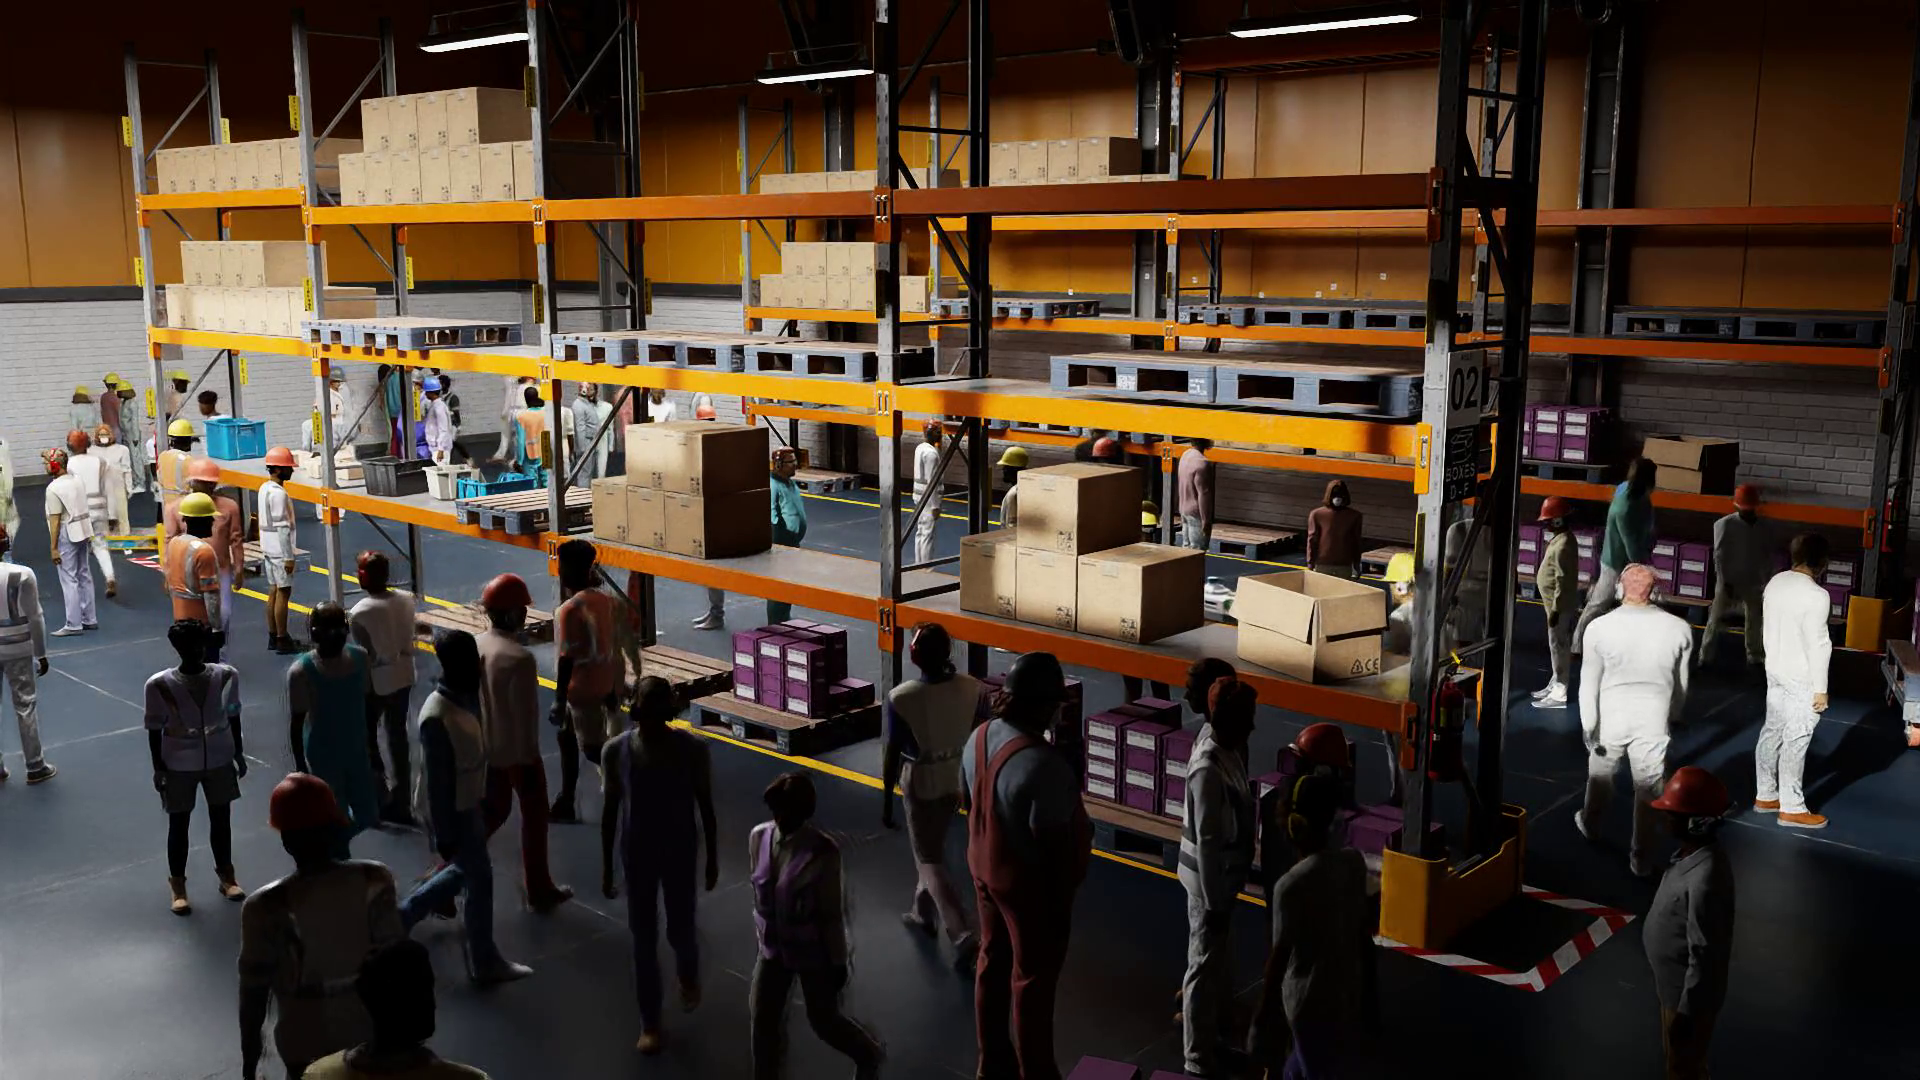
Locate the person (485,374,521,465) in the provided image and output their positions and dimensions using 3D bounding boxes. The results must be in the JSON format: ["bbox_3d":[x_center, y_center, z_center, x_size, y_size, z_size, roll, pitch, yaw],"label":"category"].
[{"bbox_3d":[-7.708,-2.222,28.736,0.983,1.886,0.642,-4,11,-23],"label":"person"}]

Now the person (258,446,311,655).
[{"bbox_3d":[-6.294,0.093,15.466,0.375,1.933,0.550,-7,12,-36],"label":"person"}]

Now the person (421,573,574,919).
[{"bbox_3d":[-2.606,1.171,9.295,0.621,1.974,0.786,9,13,40],"label":"person"}]

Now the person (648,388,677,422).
[{"bbox_3d":[-4.388,-1.377,24.107,0.580,1.835,1.017,0,10,-2],"label":"person"}]

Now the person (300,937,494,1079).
[{"bbox_3d":[-1.540,2.034,4.590,0.598,1.901,0.732,3,11,18],"label":"person"}]

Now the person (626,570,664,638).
[{"bbox_3d":[-3.089,0.007,16.047,0.394,1.908,0.599,-5,11,-27],"label":"person"}]

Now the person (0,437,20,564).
[{"bbox_3d":[-11.217,-0.551,19.249,0.652,1.893,0.499,1,10,4],"label":"person"}]

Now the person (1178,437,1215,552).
[{"bbox_3d":[2.482,-0.251,17.399,0.357,1.938,0.637,-2,10,-12],"label":"person"}]

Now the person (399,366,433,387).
[{"bbox_3d":[-8.851,-2.025,27.140,0.392,2.041,0.617,10,14,43],"label":"person"}]

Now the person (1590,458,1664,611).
[{"bbox_3d":[6.436,0.101,15.863,0.990,1.791,0.614,1,10,5],"label":"person"}]

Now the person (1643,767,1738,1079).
[{"bbox_3d":[2.869,1.750,6.608,0.325,1.752,0.559,3,11,18],"label":"person"}]

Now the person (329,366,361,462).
[{"bbox_3d":[-9.886,-1.823,26.402,0.802,1.894,0.634,4,11,22],"label":"person"}]

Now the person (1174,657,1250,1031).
[{"bbox_3d":[1.228,1.458,8.036,0.343,1.839,0.510,1,10,7],"label":"person"}]

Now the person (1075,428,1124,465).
[{"bbox_3d":[1.528,-0.456,18.467,0.627,1.965,0.530,-3,11,-18],"label":"person"}]

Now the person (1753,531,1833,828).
[{"bbox_3d":[5.475,0.901,10.884,0.372,1.940,0.632,-1,10,-5],"label":"person"}]

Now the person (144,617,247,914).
[{"bbox_3d":[-4.343,1.268,9.494,0.533,1.695,0.320,-8,13,-39],"label":"person"}]

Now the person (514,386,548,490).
[{"bbox_3d":[-5.649,-1.087,22.186,0.375,1.916,0.592,9,14,42],"label":"person"}]

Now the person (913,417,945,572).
[{"bbox_3d":[-0.341,-0.423,18.521,0.357,1.885,0.573,-2,10,-14],"label":"person"}]

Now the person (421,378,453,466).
[{"bbox_3d":[-7.317,-1.305,23.343,0.403,1.944,0.606,-4,11,-22],"label":"person"}]

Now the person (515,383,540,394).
[{"bbox_3d":[-7.300,-2.108,28.419,0.562,1.752,0.323,4,11,21],"label":"person"}]

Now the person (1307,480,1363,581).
[{"bbox_3d":[3.476,0.247,15.446,0.509,1.632,0.269,0,10,2],"label":"person"}]

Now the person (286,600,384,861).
[{"bbox_3d":[-3.567,1.215,9.430,0.591,1.825,0.524,7,12,33],"label":"person"}]

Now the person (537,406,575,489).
[{"bbox_3d":[-5.528,-1.171,22.583,0.605,1.948,0.382,-6,11,-29],"label":"person"}]

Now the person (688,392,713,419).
[{"bbox_3d":[-3.903,-1.586,24.976,0.420,1.933,0.616,-5,11,-24],"label":"person"}]

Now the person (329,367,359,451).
[{"bbox_3d":[-9.076,-1.528,24.331,0.537,2.000,0.679,-3,11,-18],"label":"person"}]

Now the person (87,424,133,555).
[{"bbox_3d":[-10.386,-0.612,20.322,0.499,1.627,0.272,-5,11,-25],"label":"person"}]

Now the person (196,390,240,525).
[{"bbox_3d":[-9.699,-0.995,21.619,0.436,1.927,0.645,-1,10,-5],"label":"person"}]

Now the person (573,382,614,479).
[{"bbox_3d":[-5.240,-1.362,23.848,0.600,1.889,0.760,-1,10,-7],"label":"person"}]

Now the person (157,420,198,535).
[{"bbox_3d":[-8.347,-0.336,17.910,0.595,1.925,0.373,6,12,30],"label":"person"}]

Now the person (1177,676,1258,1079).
[{"bbox_3d":[1.158,1.533,7.461,0.354,1.886,0.572,3,10,14],"label":"person"}]

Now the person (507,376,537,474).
[{"bbox_3d":[-7.125,-1.909,27.149,0.649,1.809,0.615,-9,13,-41],"label":"person"}]

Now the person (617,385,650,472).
[{"bbox_3d":[-4.984,-1.704,25.775,0.569,1.886,0.651,9,14,43],"label":"person"}]
